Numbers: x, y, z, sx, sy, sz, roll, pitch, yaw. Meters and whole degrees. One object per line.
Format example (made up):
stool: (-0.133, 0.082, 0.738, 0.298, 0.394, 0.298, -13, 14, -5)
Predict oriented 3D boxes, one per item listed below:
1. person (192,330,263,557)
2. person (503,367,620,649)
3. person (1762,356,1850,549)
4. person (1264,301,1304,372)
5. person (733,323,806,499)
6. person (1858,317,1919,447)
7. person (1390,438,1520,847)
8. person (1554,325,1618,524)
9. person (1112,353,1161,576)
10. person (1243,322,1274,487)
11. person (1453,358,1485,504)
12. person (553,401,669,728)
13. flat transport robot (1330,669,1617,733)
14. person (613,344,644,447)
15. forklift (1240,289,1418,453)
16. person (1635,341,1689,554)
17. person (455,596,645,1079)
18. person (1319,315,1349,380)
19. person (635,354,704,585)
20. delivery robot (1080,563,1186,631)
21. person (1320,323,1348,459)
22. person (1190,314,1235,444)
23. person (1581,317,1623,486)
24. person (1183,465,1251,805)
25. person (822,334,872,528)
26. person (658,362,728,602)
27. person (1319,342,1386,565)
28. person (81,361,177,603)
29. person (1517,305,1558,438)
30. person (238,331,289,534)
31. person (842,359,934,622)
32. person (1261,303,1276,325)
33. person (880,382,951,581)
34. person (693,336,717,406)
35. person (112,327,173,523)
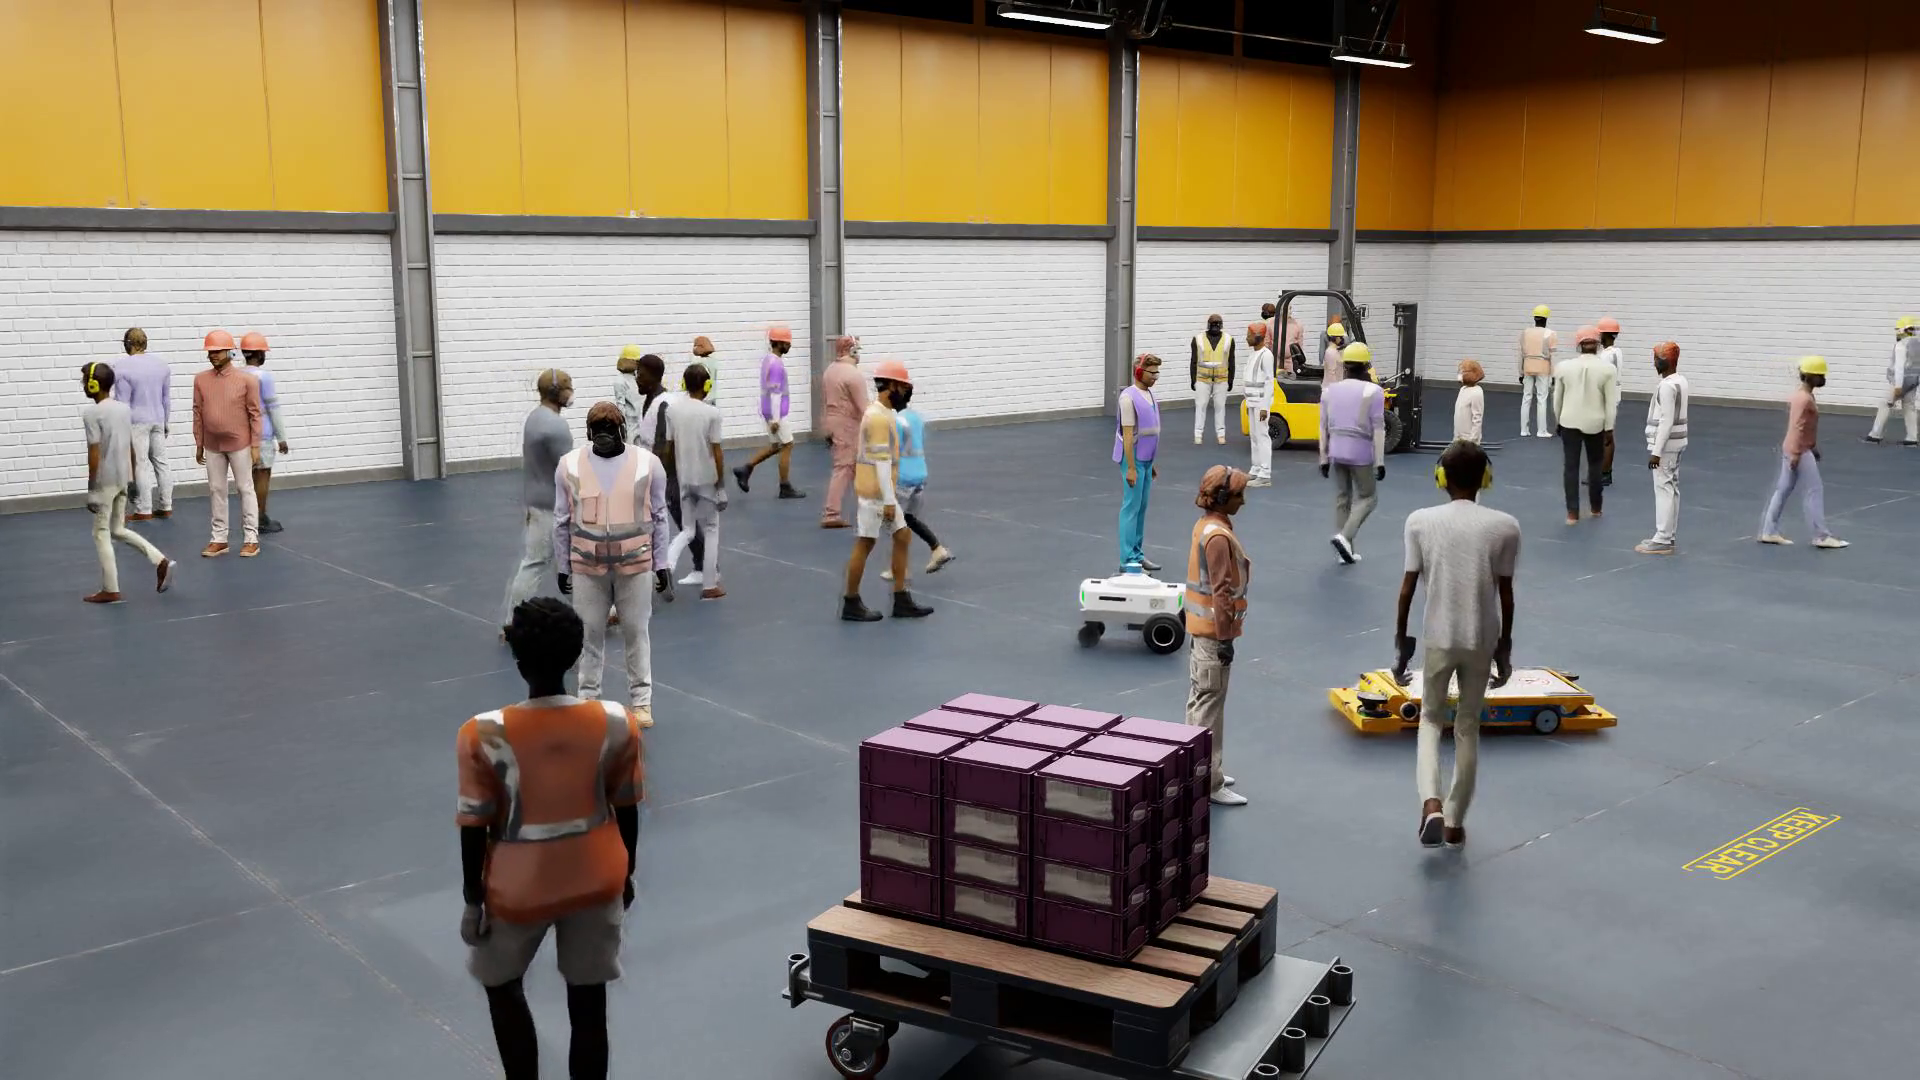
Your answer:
person: (-6.436, -0.843, 14.607, 0.608, 1.995, 0.377, 1, 10, 3)
person: (-2.653, -0.219, 11.260, 1.019, 1.883, 0.632, -4, 10, -20)
person: (7.712, -0.785, 15.024, 0.802, 1.736, 0.538, 4, 10, 22)
person: (5.206, -2.888, 26.822, 0.651, 1.912, 0.410, 1, 10, 7)
person: (-2.064, -1.384, 18.004, 0.691, 1.916, 0.560, -3, 10, -17)
person: (12.994, -2.193, 23.115, 0.615, 1.794, 0.820, -7, 12, -34)
person: (2.184, 0.477, 7.360, 0.520, 1.842, 0.543, 3, 10, 16)
person: (6.240, -1.161, 16.607, 0.616, 1.944, 0.966, 5, 11, 26)
person: (1.474, -0.628, 13.811, 0.390, 1.838, 0.563, 4, 11, 23)
person: (3.422, -1.553, 19.090, 0.346, 1.881, 0.578, -1, 10, -7)
person: (5.012, -0.981, 16.466, 0.287, 1.635, 0.499, -1, 10, -4)
person: (-1.941, 0.146, 9.267, 0.636, 1.842, 0.429, -1, 10, -7)
flat transport robot: (2.898, 0.899, 9.447, 1.431, 0.197, 0.652, 0, 10, -3)
person: (-3.359, -1.136, 17.062, 0.294, 1.744, 0.486, 3, 10, 15)
forklift: (5.034, -2.339, 22.783, 2.313, 2.155, 1.214, 3, 10, 16)
person: (6.255, -0.815, 14.764, 0.353, 1.886, 0.573, 7, 12, 34)
person: (-1.174, 0.987, 4.777, 0.552, 1.684, 0.434, -5, 11, -27)
person: (6.424, -3.051, 28.593, 0.507, 1.632, 0.268, 3, 10, 16)
person: (-2.432, -0.534, 13.192, 1.041, 1.860, 0.592, -5, 11, -29)
delivery robot: (1.170, 0.400, 11.244, 0.707, 0.478, 0.477, 3, 9, 12)
person: (4.869, -1.939, 21.697, 0.316, 1.769, 0.525, 2, 10, 11)
person: (3.538, -2.245, 23.317, 0.627, 1.838, 0.430, 1, 10, 4)
person: (7.405, -1.589, 19.142, 0.355, 1.938, 0.545, 6, 11, 32)
person: (1.239, 0.452, 8.071, 0.308, 1.640, 0.511, 0, 10, 0)
person: (-0.975, -1.058, 16.244, 0.894, 1.875, 0.647, -5, 11, -26)
person: (-2.024, -0.416, 12.579, 0.518, 1.842, 0.689, 4, 10, 21)
person: (3.309, -0.717, 14.093, 0.603, 1.915, 0.510, 9, 13, 41)
person: (-6.378, -0.420, 12.604, 0.601, 1.846, 0.521, 1, 10, 5)
person: (8.405, -2.448, 24.207, 0.587, 1.927, 0.369, 9, 13, 41)
person: (-6.691, -1.024, 15.879, 0.553, 1.936, 0.387, 5, 11, 27)
person: (-0.494, -0.349, 12.004, 0.810, 1.889, 0.627, 0, 10, 2)
person: (5.216, -3.096, 28.249, 0.429, 1.845, 0.621, 6, 11, 32)
person: (-0.384, -0.491, 13.458, 0.474, 1.675, 0.559, 4, 10, 21)
person: (-3.217, -1.746, 20.956, 0.277, 1.631, 0.513, 3, 10, 17)
person: (-8.102, -1.136, 16.491, 0.372, 1.940, 0.631, 4, 11, 23)
